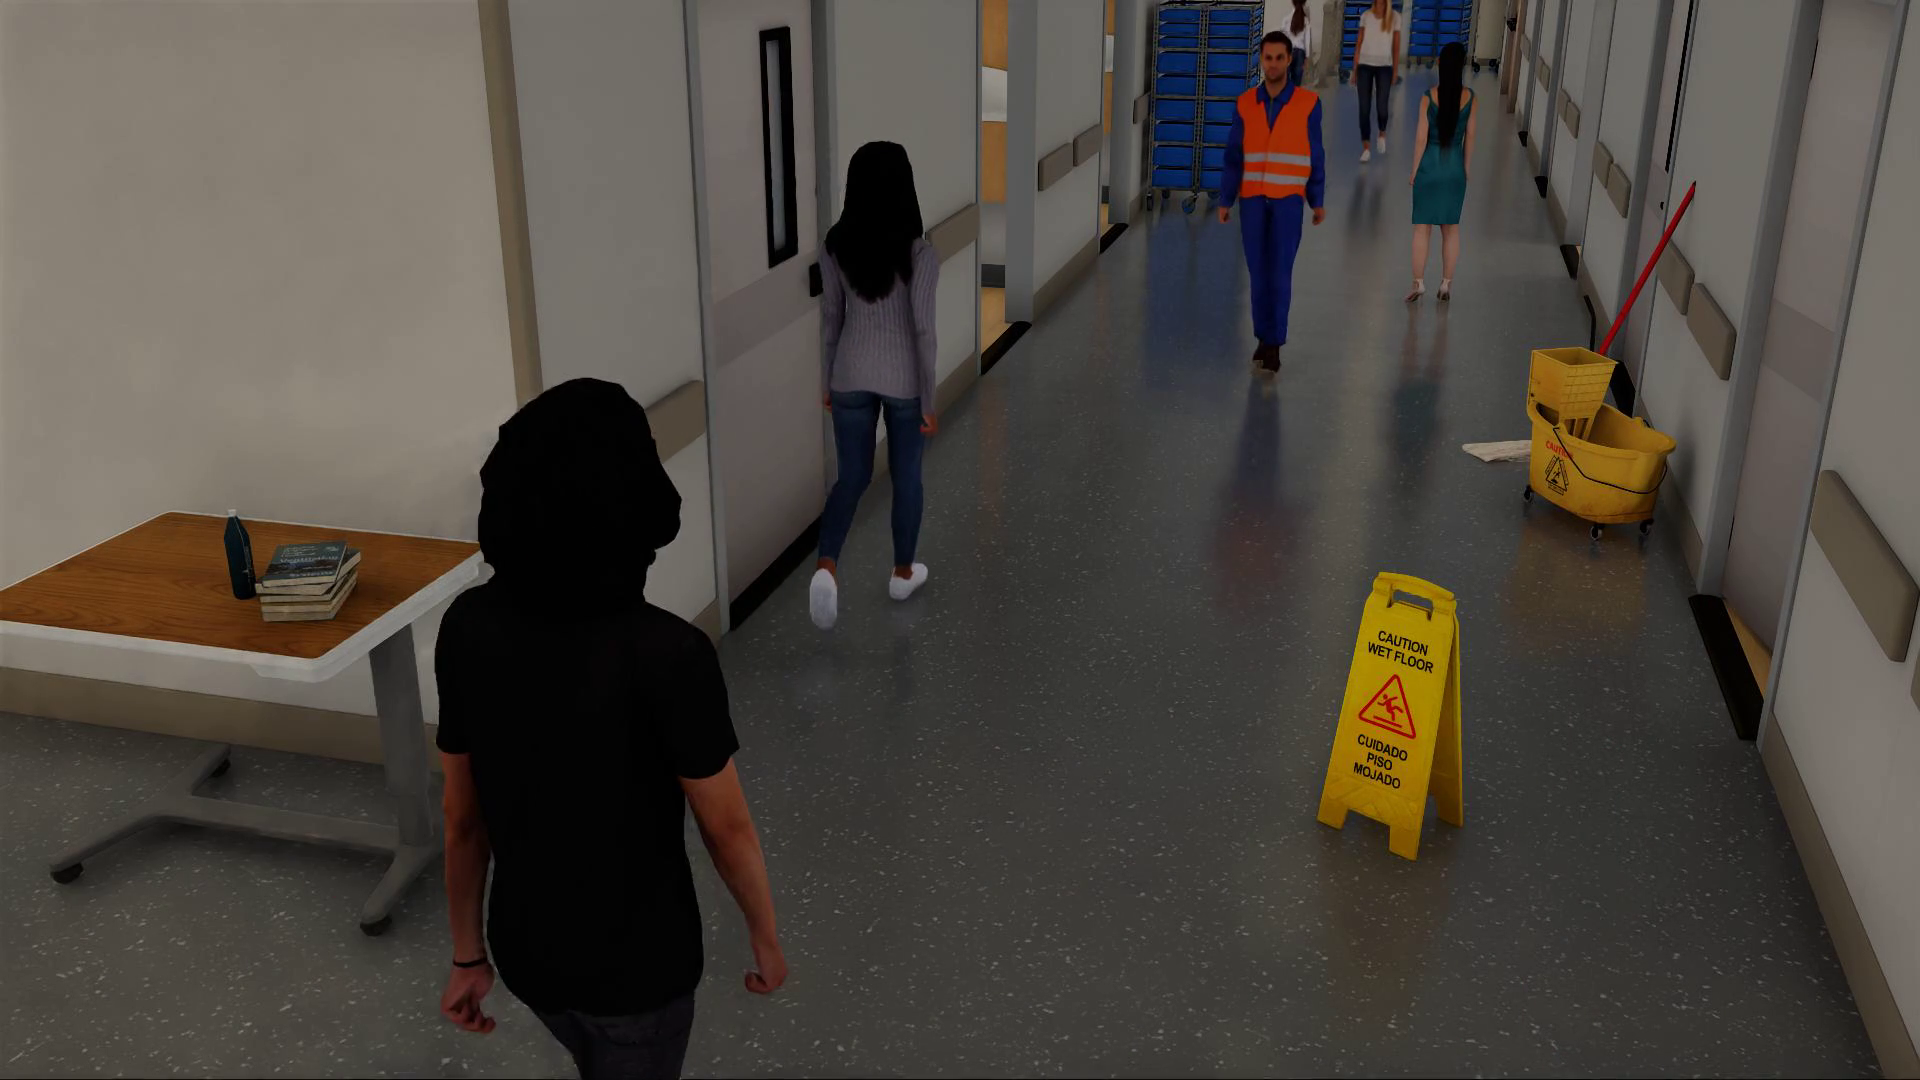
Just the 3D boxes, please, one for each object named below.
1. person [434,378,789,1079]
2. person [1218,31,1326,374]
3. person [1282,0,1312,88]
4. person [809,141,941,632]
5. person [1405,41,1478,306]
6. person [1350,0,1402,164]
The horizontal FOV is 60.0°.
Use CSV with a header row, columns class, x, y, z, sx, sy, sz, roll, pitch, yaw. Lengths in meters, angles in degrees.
class,x,y,z,sx,sy,sz,roll,pitch,yaw
person,-0.622,0.678,2.604,0.720,1.803,1.052,8,22,19
person,1.773,-1.899,9.364,0.782,1.846,0.881,8,22,21
person,4.100,-5.935,20.454,0.668,1.539,0.959,1,21,2
person,-0.327,-0.507,5.875,0.668,1.714,1.052,7,22,18
person,3.145,-2.389,10.884,0.599,1.687,0.575,-1,21,-2
person,4.281,-4.814,17.128,0.643,1.798,0.724,8,22,20
